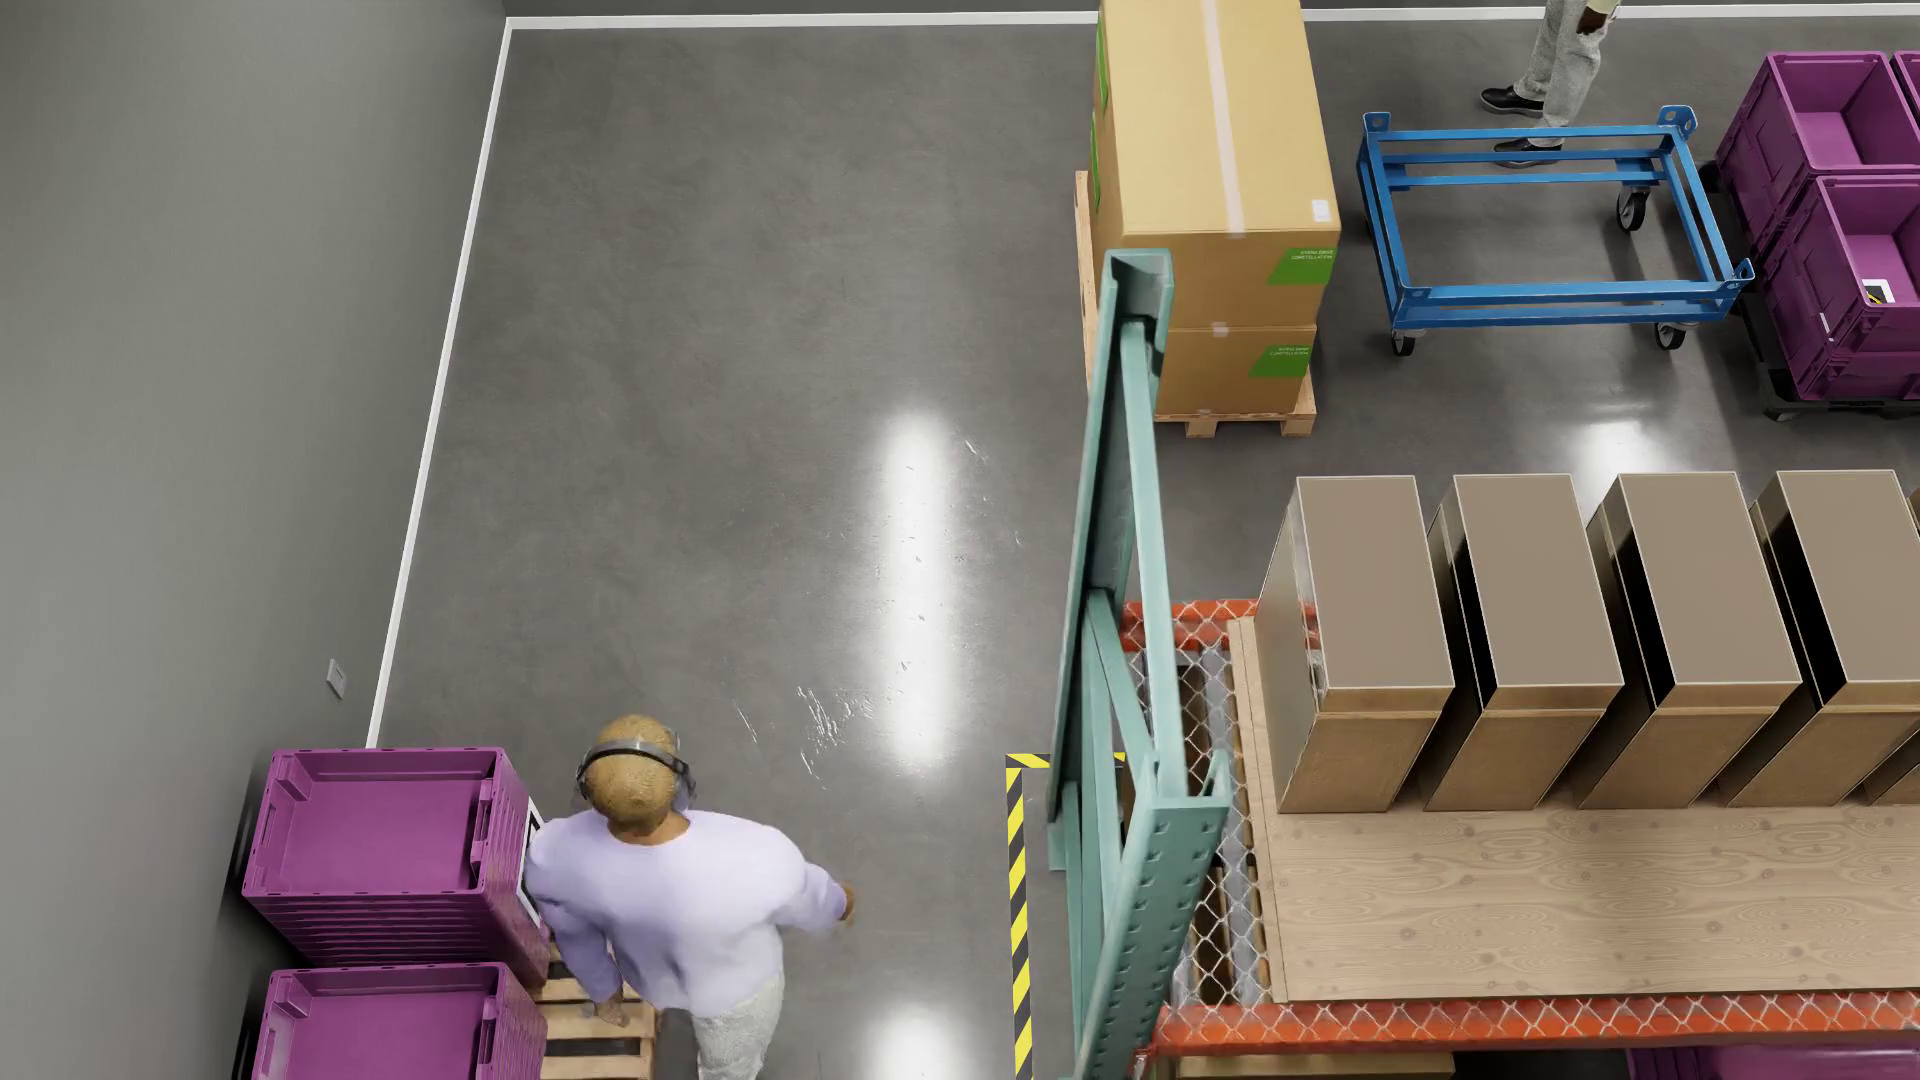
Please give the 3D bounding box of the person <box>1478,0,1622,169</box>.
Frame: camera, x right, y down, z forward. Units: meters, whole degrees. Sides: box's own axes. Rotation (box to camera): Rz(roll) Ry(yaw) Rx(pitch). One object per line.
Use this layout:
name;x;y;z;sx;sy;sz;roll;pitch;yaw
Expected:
person;2.317;-2.157;6.085;0.404;1.834;0.595;2;58;1

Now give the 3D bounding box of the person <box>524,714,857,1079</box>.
person;-0.641;1.034;4.048;0.651;1.887;1.080;11;58;7
